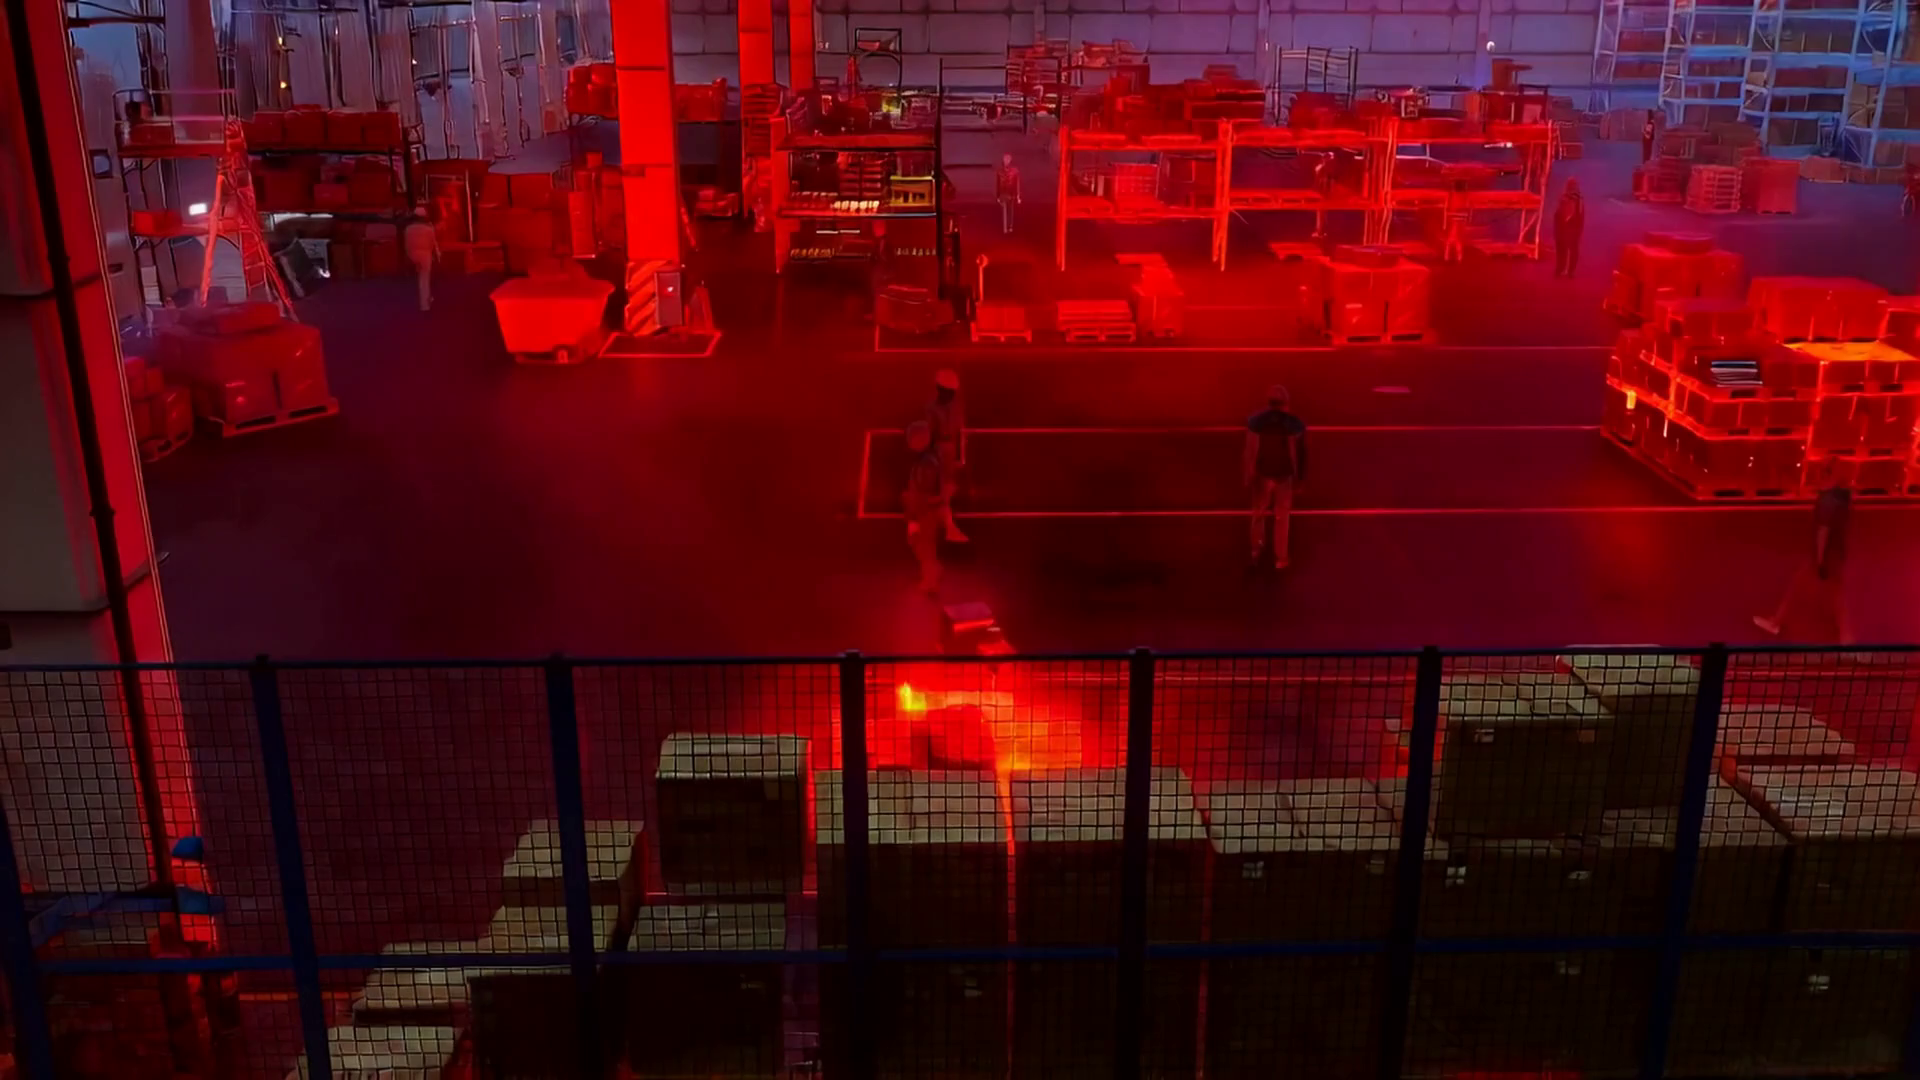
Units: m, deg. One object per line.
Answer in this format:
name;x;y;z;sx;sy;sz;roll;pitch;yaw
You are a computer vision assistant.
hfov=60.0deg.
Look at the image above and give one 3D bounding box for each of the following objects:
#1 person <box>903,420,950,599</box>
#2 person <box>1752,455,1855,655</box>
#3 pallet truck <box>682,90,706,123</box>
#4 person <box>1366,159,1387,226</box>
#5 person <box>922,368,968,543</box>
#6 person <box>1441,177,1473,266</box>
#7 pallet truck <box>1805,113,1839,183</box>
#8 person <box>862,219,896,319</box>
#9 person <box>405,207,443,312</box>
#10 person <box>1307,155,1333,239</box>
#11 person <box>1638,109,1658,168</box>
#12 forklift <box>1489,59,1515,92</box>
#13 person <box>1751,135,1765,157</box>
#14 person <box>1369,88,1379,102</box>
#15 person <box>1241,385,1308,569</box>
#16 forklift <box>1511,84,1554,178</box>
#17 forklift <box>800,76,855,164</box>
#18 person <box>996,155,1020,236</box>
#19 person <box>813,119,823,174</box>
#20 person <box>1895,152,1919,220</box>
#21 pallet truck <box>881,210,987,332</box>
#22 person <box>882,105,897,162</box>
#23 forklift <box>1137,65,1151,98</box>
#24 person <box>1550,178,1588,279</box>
person;-0.350;-0.292;16.364;0.439;1.822;0.619;-1;19;-3
person;7.866;0.112;15.184;0.504;1.821;0.998;-10;21;-27
pallet truck;-9.671;-15.907;62.421;0.823;1.965;1.885;5;19;15
person;10.418;-8.699;41.589;0.523;1.638;0.310;17;25;41
person;-0.209;-0.971;18.251;0.555;1.912;0.832;-17;25;-40
person;10.636;-6.816;35.629;0.574;1.883;0.356;10;21;26
pallet truck;26.403;-11.957;50.702;0.823;1.965;1.885;6;19;16
person;-1.360;-4.922;30.135;0.905;1.809;0.632;-16;24;-39
person;-9.940;-5.243;30.956;0.608;1.882;0.936;4;19;11
person;8.570;-8.138;39.465;0.373;1.940;0.630;-7;20;-20
person;22.396;-13.019;53.992;0.390;1.912;0.589;-3;19;-7
forklift;21.872;-18.053;67.426;1.129;2.768;1.873;-6;19;-16
person;23.065;-10.861;48.041;0.551;1.612;0.698;-17;25;-42
person;16.039;-16.697;64.926;0.589;1.892;0.608;10;21;27
person;3.275;-0.664;17.338;0.653;1.926;0.507;5;19;14
forklift;17.642;-12.696;51.535;1.129;2.768;1.873;-1;19;-1
forklift;-4.427;-14.116;55.747;1.129;2.768;1.873;10;21;28
person;1.153;-8.339;40.116;0.586;1.902;0.855;0;19;-1
person;-4.491;-12.415;52.523;0.319;1.697;0.533;-2;19;-7
person;24.393;-9.078;42.633;0.319;1.693;0.532;-15;24;-37
pallet truck;-0.493;-4.759;29.349;1.885;1.965;0.823;-13;23;-34
person;-2.296;-13.504;55.425;0.590;1.922;0.630;-9;21;-26
forklift;6.899;-16.526;62.896;1.873;2.768;1.129;4;19;13
person;12.462;-6.398;34.146;0.687;2.000;0.535;-6;19;-17
